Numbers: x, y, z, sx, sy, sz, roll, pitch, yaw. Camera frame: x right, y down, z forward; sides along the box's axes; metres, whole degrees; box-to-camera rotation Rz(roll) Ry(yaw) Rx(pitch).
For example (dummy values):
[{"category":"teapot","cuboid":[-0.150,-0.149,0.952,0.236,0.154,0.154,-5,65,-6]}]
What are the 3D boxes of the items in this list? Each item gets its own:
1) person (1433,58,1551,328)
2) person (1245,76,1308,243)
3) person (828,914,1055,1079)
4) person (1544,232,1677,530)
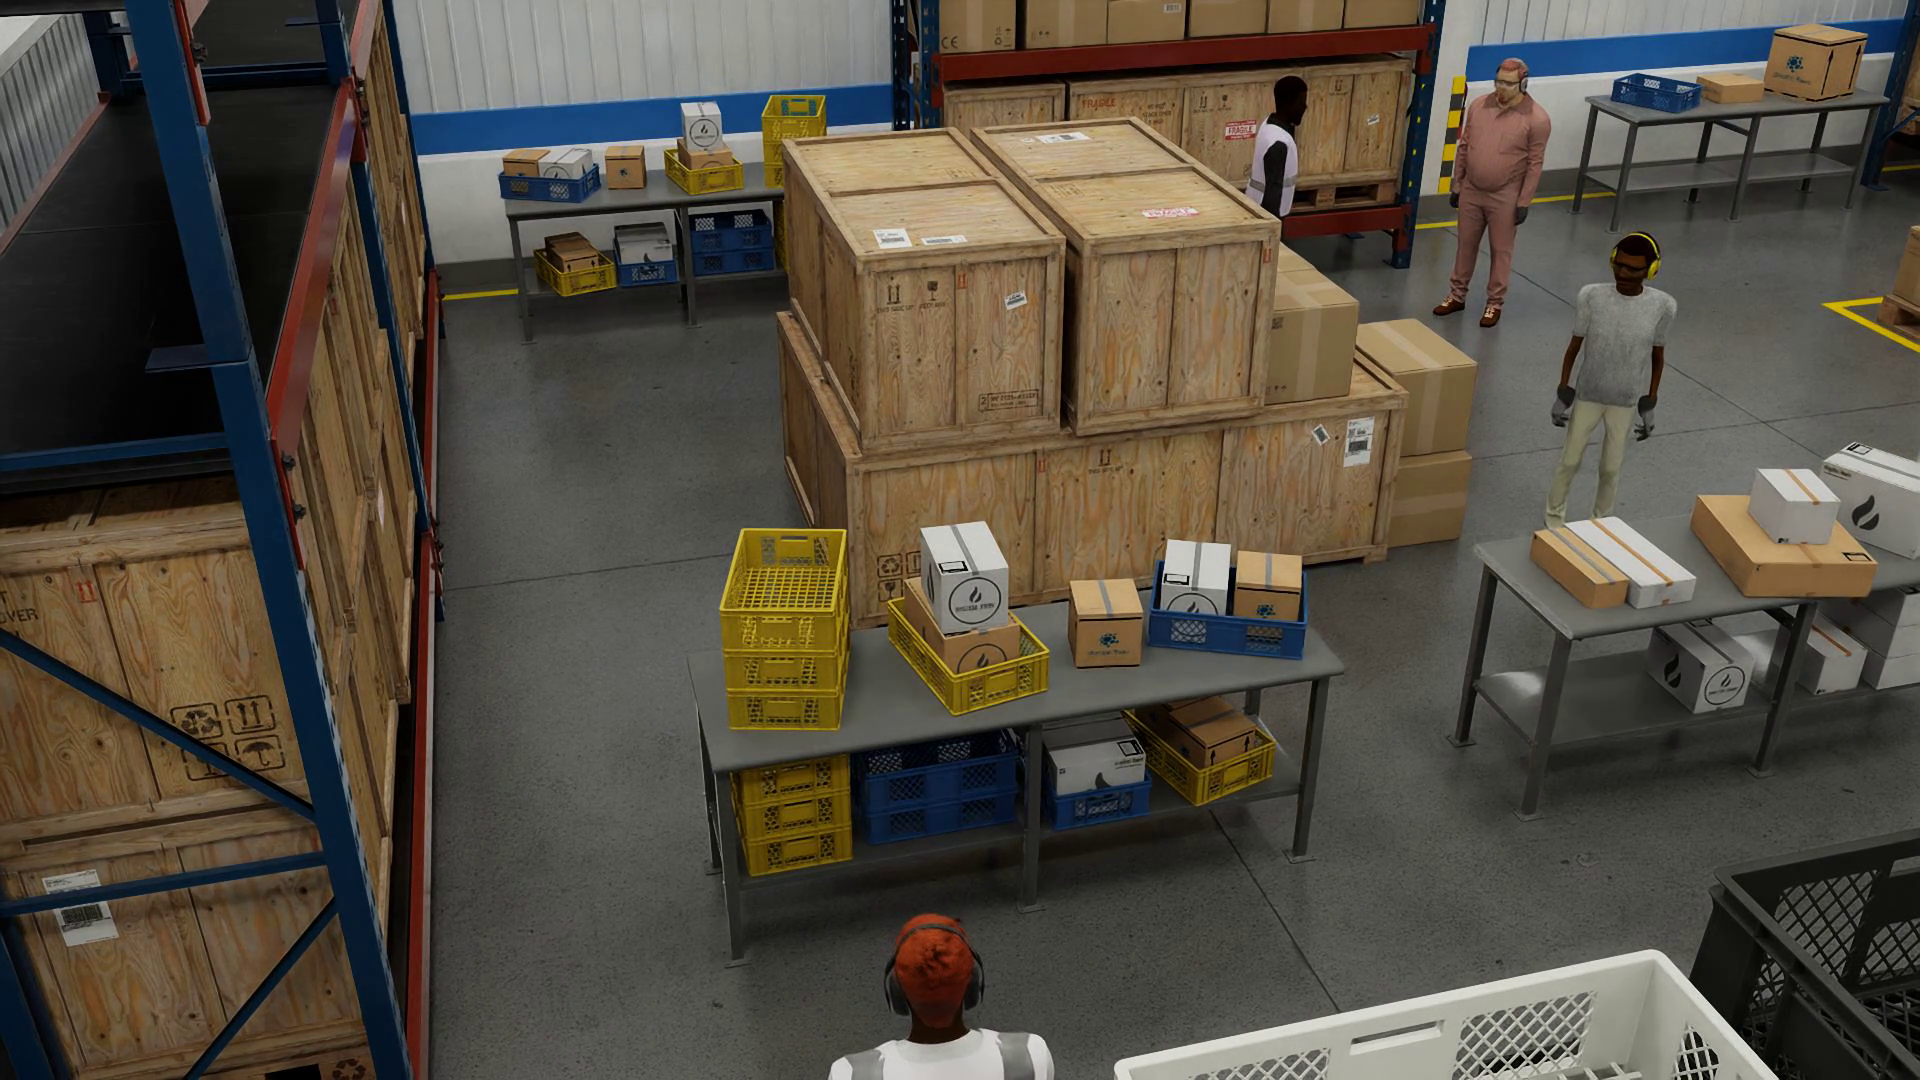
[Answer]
[{"category":"person","cuboid":[3.809,-2.490,11.926,0.643,1.908,0.411,23,36,36]},{"category":"person","cuboid":[2.140,-2.243,11.478,0.391,1.910,0.583,4,29,7]},{"category":"person","cuboid":[-0.047,1.735,4.277,0.574,1.887,0.355,-5,29,-10]},{"category":"person","cuboid":[3.410,-0.729,8.771,0.521,1.865,0.319,10,30,18]}]
